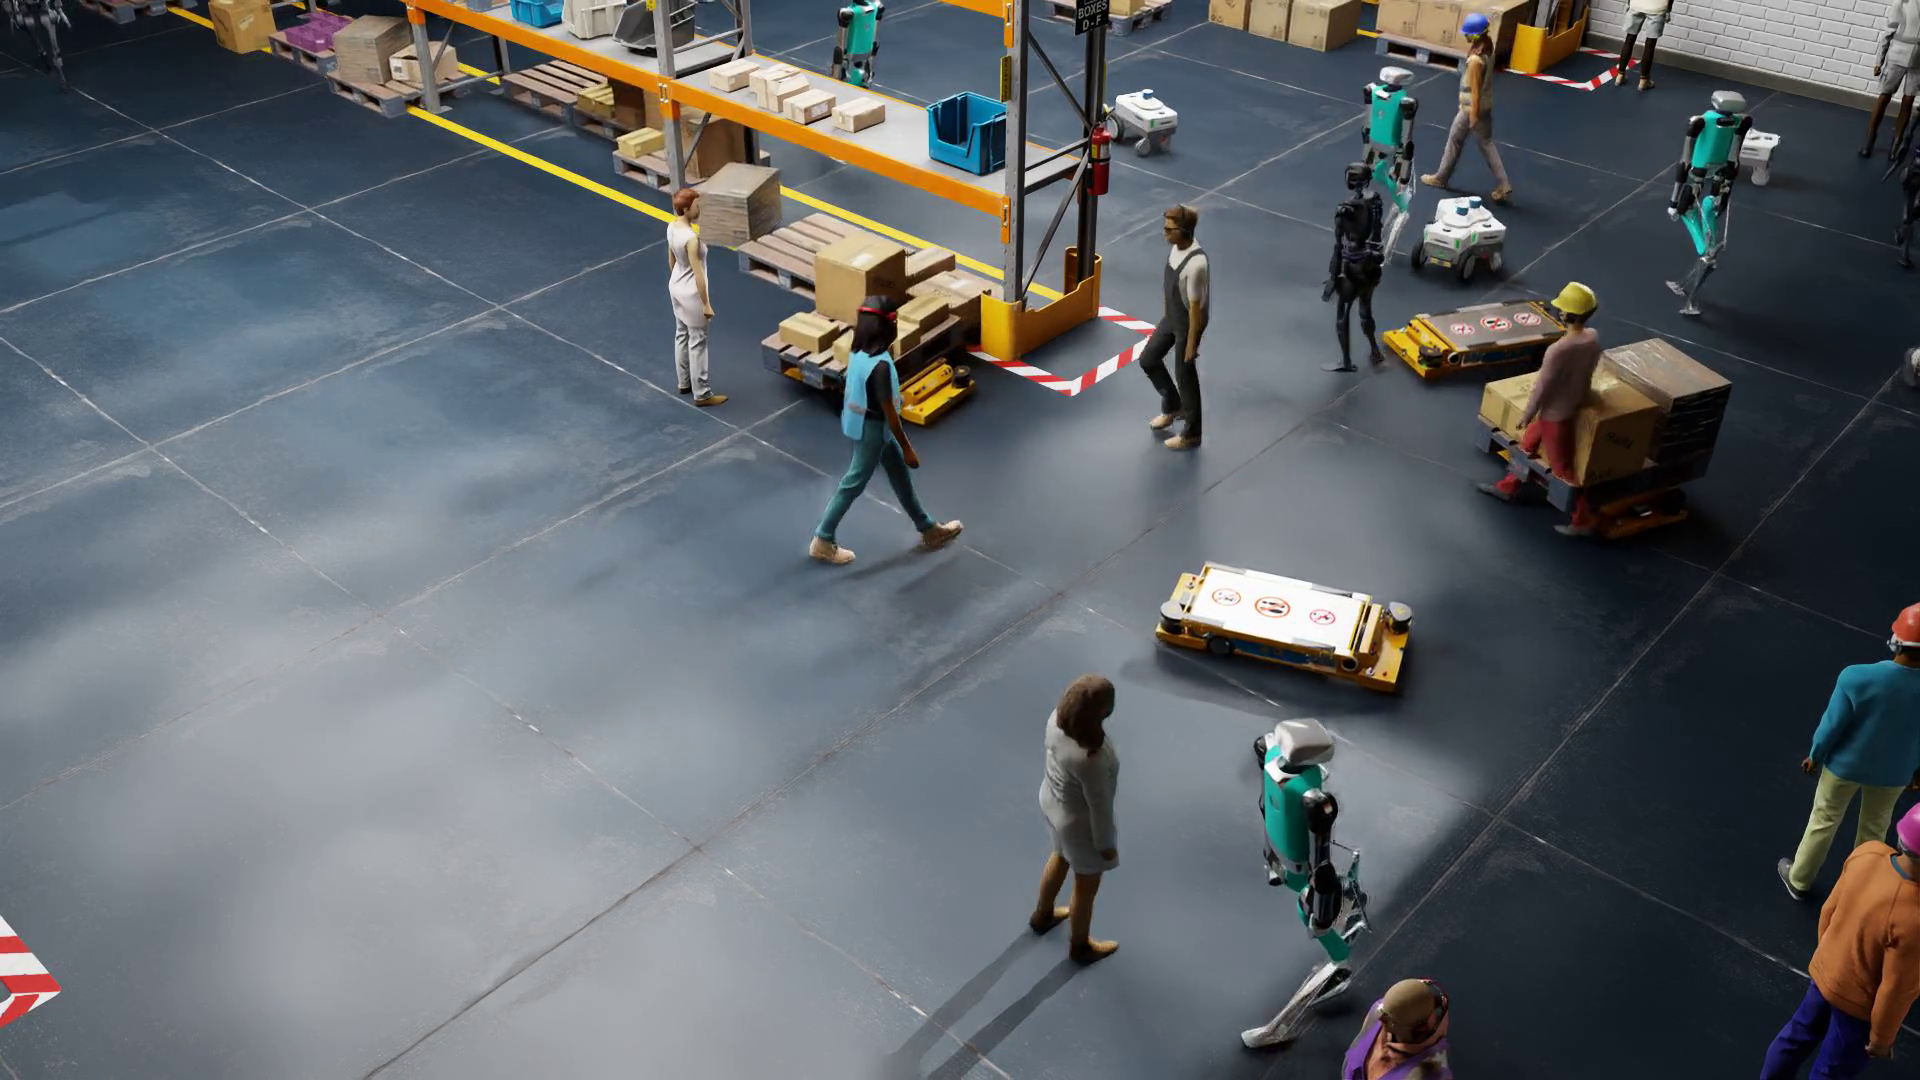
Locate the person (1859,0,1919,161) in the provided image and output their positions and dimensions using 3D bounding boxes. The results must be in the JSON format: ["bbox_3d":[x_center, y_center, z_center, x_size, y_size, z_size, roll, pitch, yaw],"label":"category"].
[{"bbox_3d":[9.148,-4.624,16.059,0.547,1.924,0.385,13,37,18],"label":"person"}]

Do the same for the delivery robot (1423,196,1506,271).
[{"bbox_3d":[4.421,-2.697,14.480,0.499,0.611,0.804,-8,35,-11],"label":"delivery robot"}]

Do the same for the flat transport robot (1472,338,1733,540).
[{"bbox_3d":[4.292,-0.499,11.533,0.659,0.231,1.431,-14,37,-19],"label":"flat transport robot"}]

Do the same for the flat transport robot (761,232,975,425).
[{"bbox_3d":[-0.650,-1.285,12.672,1.431,0.231,0.659,22,40,28],"label":"flat transport robot"}]

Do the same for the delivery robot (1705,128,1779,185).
[{"bbox_3d":[7.434,-3.750,16.008,0.815,0.614,0.499,14,37,20],"label":"delivery robot"}]

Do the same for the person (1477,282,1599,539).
[{"bbox_3d":[3.885,-0.843,10.751,0.877,1.723,0.520,27,43,33],"label":"person"}]

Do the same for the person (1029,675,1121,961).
[{"bbox_3d":[0.561,1.285,7.725,0.339,1.656,0.514,-15,37,-20],"label":"person"}]

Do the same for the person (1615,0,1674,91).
[{"bbox_3d":[7.361,-5.680,17.781,0.535,1.696,0.322,28,43,34],"label":"person"}]

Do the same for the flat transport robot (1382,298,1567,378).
[{"bbox_3d":[4.142,-1.599,13.126,1.431,0.231,0.659,-10,36,-14],"label":"flat transport robot"}]

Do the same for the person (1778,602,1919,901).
[{"bbox_3d":[4.374,1.039,8.000,0.572,1.746,0.345,8,35,11],"label":"person"}]

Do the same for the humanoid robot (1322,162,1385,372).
[{"bbox_3d":[3.023,-2.031,12.522,0.613,1.644,0.454,-27,43,-33],"label":"humanoid robot"}]

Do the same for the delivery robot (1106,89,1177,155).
[{"bbox_3d":[1.836,-4.215,16.682,0.514,0.613,0.785,-17,38,-23],"label":"delivery robot"}]

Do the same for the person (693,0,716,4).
[{"bbox_3d":[-3.279,-7.385,20.194,0.447,1.754,0.505,2,35,2],"label":"person"}]

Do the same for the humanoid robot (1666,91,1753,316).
[{"bbox_3d":[6.065,-2.633,13.353,0.549,1.785,0.883,-6,35,-9],"label":"humanoid robot"}]

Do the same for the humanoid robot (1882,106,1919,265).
[{"bbox_3d":[8.305,-3.206,14.274,0.609,1.631,0.811,4,35,6],"label":"humanoid robot"}]

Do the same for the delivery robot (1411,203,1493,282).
[{"bbox_3d":[4.270,-2.595,14.323,0.502,0.599,0.770,25,42,32],"label":"delivery robot"}]

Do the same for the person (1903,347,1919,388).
[{"bbox_3d":[7.384,-1.756,11.944,0.539,1.874,0.784,-8,35,-12],"label":"person"}]

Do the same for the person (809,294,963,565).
[{"bbox_3d":[-0.517,-0.659,10.418,1.036,1.804,0.591,-5,35,-7],"label":"person"}]

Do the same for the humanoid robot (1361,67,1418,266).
[{"bbox_3d":[3.748,-3.180,14.151,0.796,1.802,0.531,-22,40,-29],"label":"humanoid robot"}]

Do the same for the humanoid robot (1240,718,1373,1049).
[{"bbox_3d":[1.624,1.477,7.379,0.921,1.748,0.546,-12,36,-16],"label":"humanoid robot"}]

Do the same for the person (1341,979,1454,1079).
[{"bbox_3d":[1.607,2.251,6.293,0.340,1.692,0.492,-12,36,-17],"label":"person"}]

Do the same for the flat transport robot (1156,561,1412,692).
[{"bbox_3d":[1.966,0.507,10.075,1.431,0.231,0.659,12,36,17],"label":"flat transport robot"}]

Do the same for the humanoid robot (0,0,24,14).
[{"bbox_3d":[-11.574,-7.145,19.936,0.532,1.864,0.778,-17,38,-23],"label":"humanoid robot"}]

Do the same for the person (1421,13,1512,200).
[{"bbox_3d":[4.779,-3.958,15.256,0.859,1.726,0.484,24,41,31],"label":"person"}]

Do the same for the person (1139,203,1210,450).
[{"bbox_3d":[1.531,-1.483,11.596,0.492,1.822,0.550,-5,35,-8],"label":"person"}]

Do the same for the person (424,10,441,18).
[{"bbox_3d":[-6.140,-7.001,19.677,0.865,1.716,0.551,26,42,32],"label":"person"}]

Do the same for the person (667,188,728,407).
[{"bbox_3d":[-1.963,-1.773,12.153,0.272,1.656,0.455,-21,40,-28],"label":"person"}]

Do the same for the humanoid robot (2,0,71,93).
[{"bbox_3d":[-9.908,-5.675,17.836,0.600,1.639,0.762,-13,37,-18],"label":"humanoid robot"}]

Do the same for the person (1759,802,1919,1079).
[{"bbox_3d":[3.631,1.797,6.699,0.389,1.982,0.516,-2,35,-2],"label":"person"}]

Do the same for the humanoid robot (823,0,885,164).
[{"bbox_3d":[-1.139,-4.528,16.082,0.805,1.771,0.555,30,44,36],"label":"humanoid robot"}]
